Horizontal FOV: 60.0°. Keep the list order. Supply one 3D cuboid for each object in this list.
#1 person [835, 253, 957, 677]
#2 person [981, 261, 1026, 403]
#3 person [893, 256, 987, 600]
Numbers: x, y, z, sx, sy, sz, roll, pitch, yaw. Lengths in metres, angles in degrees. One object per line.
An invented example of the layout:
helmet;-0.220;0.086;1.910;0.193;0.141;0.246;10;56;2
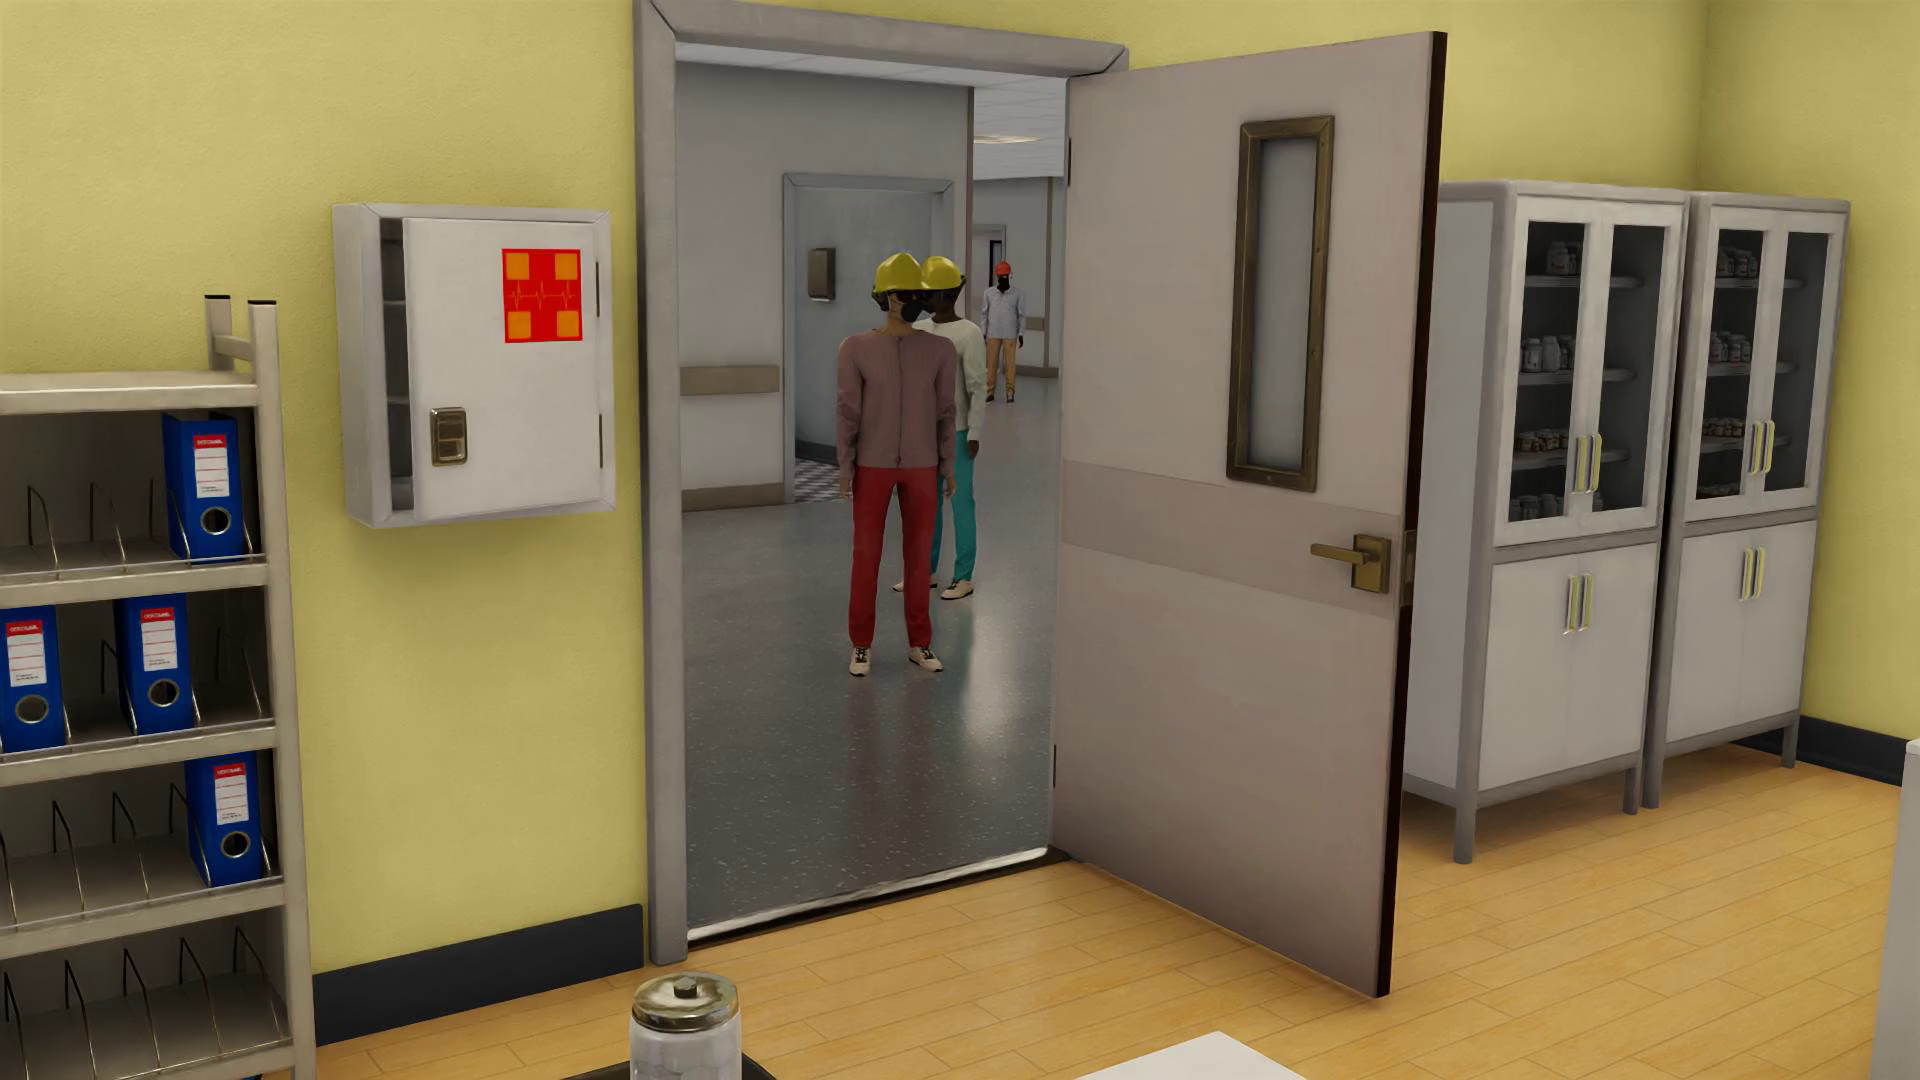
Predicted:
person;-0.265;-0.310;7.003;0.529;1.772;0.299;-2;10;-15
person;0.526;-2.574;20.642;0.564;1.753;0.336;3;10;14
person;-0.098;-0.572;8.606;0.525;1.765;0.329;10;13;43
